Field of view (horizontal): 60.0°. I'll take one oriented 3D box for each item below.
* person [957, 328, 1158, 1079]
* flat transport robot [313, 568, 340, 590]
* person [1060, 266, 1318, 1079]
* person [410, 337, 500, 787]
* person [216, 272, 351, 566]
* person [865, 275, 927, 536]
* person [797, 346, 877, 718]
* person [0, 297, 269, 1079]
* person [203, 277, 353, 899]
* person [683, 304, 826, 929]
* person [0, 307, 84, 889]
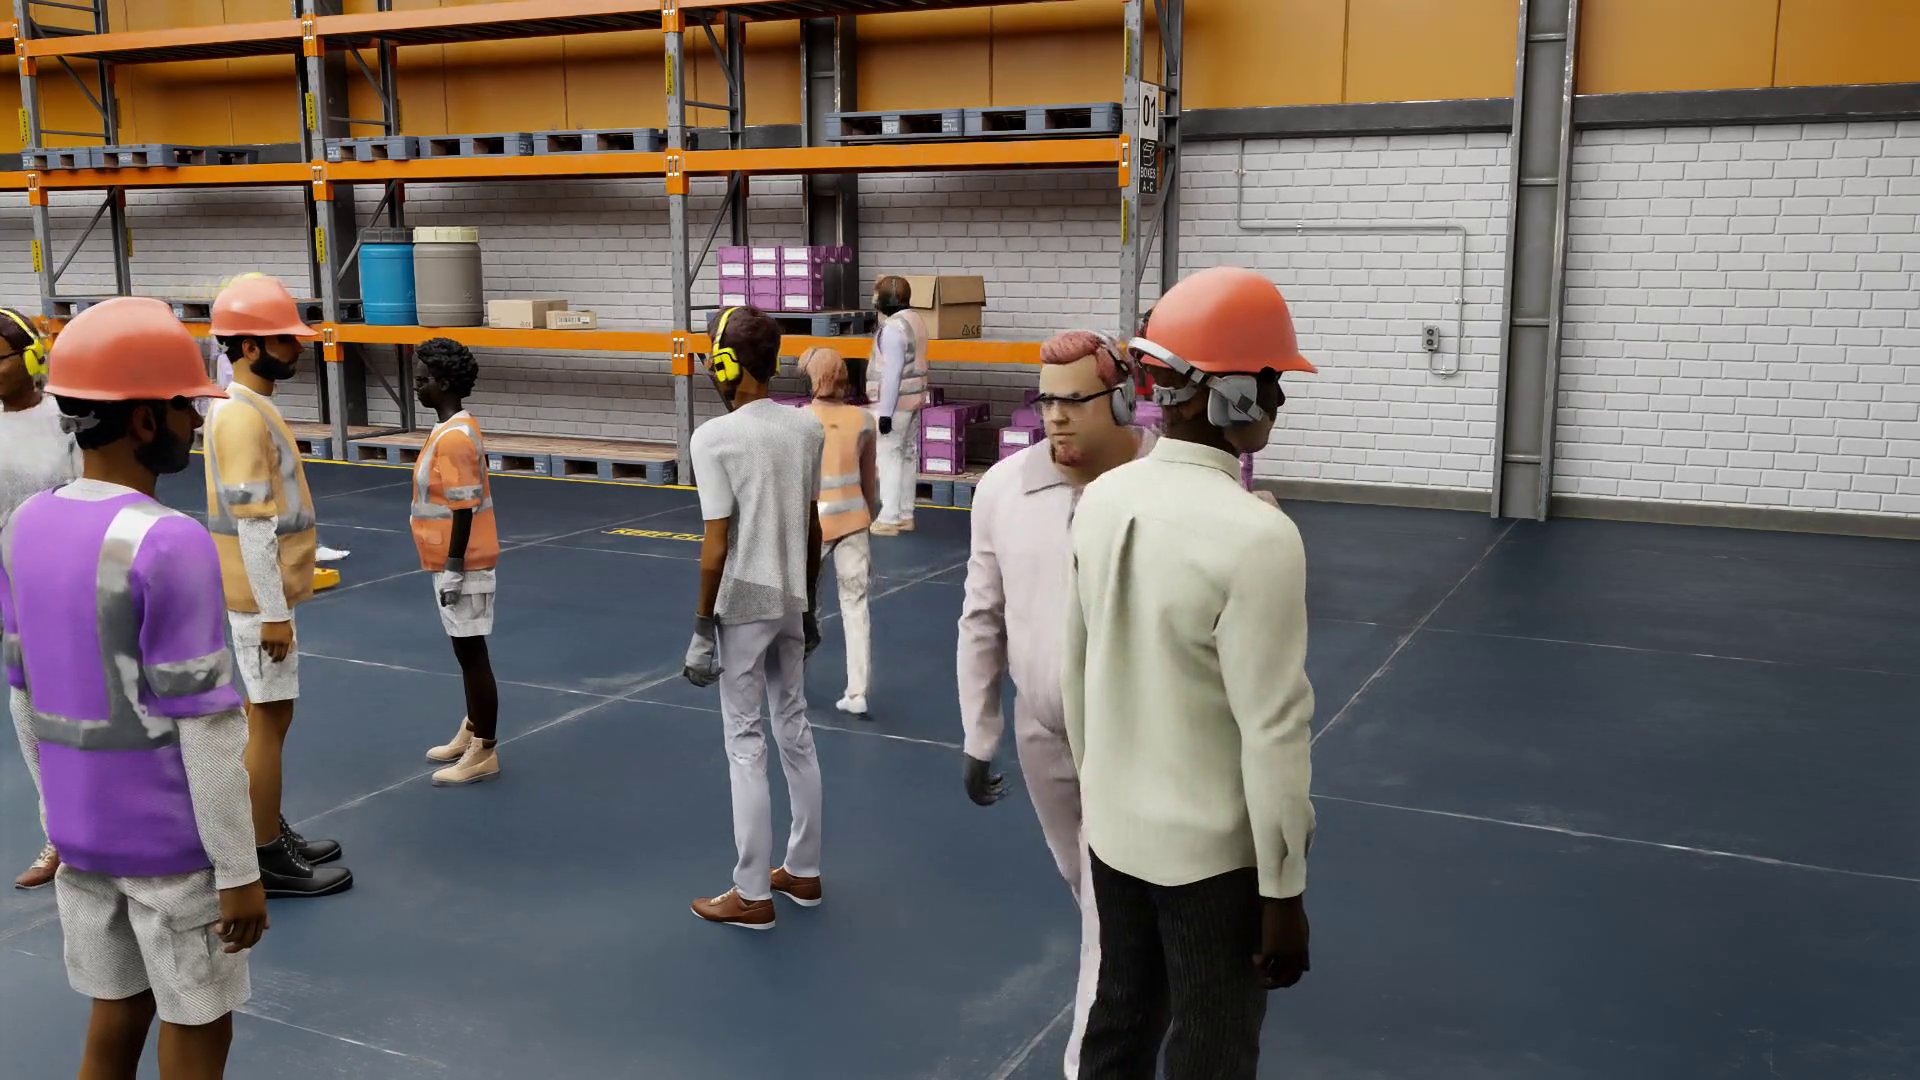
[{"bbox_3d":[0.335,0.447,3.844,0.688,1.865,1.040,5,11,29],"label":"person"},{"bbox_3d":[-4.321,0.249,9.447,0.652,0.197,1.431,5,11,27],"label":"flat transport robot"},{"bbox_3d":[0.420,0.520,2.965,0.397,1.992,0.623,-5,11,-28],"label":"person"},{"bbox_3d":[-1.920,0.080,6.338,0.318,1.697,0.533,-3,10,-19],"label":"person"},{"bbox_3d":[-4.274,-0.702,10.288,0.912,1.879,0.598,0,10,-2],"label":"person"},{"bbox_3d":[-0.457,-0.949,11.838,0.434,1.842,0.656,3,10,15],"label":"person"},{"bbox_3d":[-0.614,-0.055,7.382,0.535,1.589,0.855,-6,11,-30],"label":"person"},{"bbox_3d":[-1.480,0.528,3.083,0.552,1.936,0.360,6,11,30],"label":"person"},{"bbox_3d":[-2.161,0.153,5.233,0.358,1.938,0.542,-4,11,-24],"label":"person"},{"bbox_3d":[-0.615,0.233,4.987,0.329,1.865,0.507,8,13,38],"label":"person"},{"bbox_3d":[-2.894,0.166,5.424,0.552,1.845,0.600,2,10,10],"label":"person"}]
